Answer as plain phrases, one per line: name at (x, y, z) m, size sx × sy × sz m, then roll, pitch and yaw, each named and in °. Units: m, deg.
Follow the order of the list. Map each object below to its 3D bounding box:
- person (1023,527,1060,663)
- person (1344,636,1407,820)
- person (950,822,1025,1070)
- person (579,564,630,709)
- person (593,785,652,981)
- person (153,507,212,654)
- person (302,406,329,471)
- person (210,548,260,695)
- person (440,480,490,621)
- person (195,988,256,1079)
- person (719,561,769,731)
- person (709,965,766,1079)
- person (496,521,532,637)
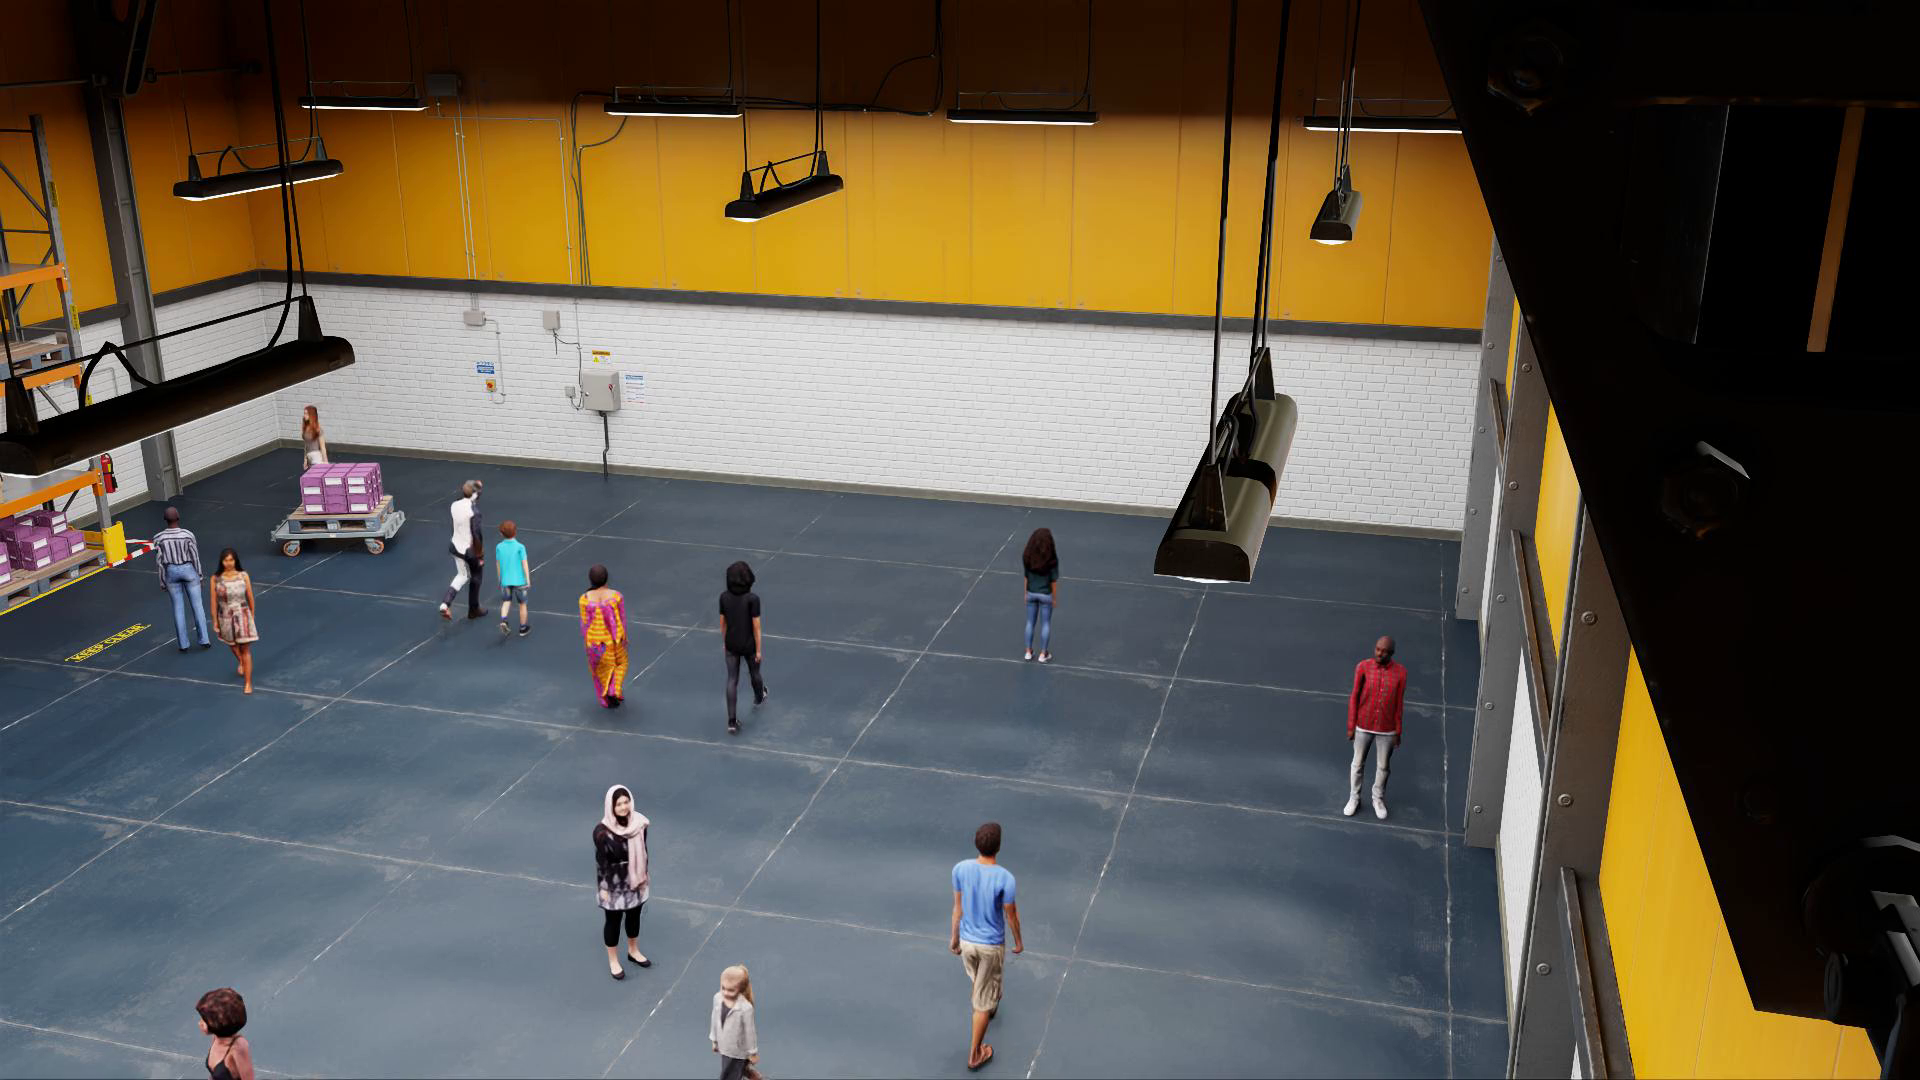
person at (0.941, 0.636, 19.444) m, size 0.598 × 1.615 × 0.598 m, roll 6°, pitch 20°, yaw 18°
person at (3.955, 1.744, 15.836) m, size 0.656 × 1.817 × 0.570 m, roll 4°, pitch 19°, yaw 13°
person at (0.129, 2.984, 12.135) m, size 0.810 × 1.829 × 1.163 m, roll 9°, pitch 21°, yaw 25°
person at (-3.862, 1.067, 18.092) m, size 0.836 × 1.661 × 0.973 m, roll -2°, pitch 19°, yaw -7°
person at (-2.692, 2.696, 13.291) m, size 0.720 × 1.637 × 0.803 m, roll -16°, pitch 24°, yaw -40°
person at (-9.193, 0.468, 19.659) m, size 0.700 × 1.796 × 0.718 m, roll -6°, pitch 20°, yaw -18°
person at (-9.463, -1.171, 24.678) m, size 0.917 × 1.698 × 1.146 m, roll 17°, pitch 25°, yaw 41°
person at (-8.197, 0.866, 18.784) m, size 1.017 × 1.601 × 1.220 m, roll -6°, pitch 20°, yaw -17°
person at (-6.115, 0.173, 20.447) m, size 0.926 × 1.851 × 1.064 m, roll 9°, pitch 21°, yaw 25°
person at (-4.433, 3.579, 10.476) m, size 1.004 × 1.761 × 0.858 m, roll -16°, pitch 24°, yaw -40°
person at (-2.361, 1.150, 17.643) m, size 0.710 × 1.790 × 1.163 m, roll 4°, pitch 19°, yaw 11°
person at (-1.513, 3.491, 11.545) m, size 0.775 × 1.245 × 0.986 m, roll 15°, pitch 24°, yaw 38°
person at (-5.441, 0.494, 20.150) m, size 0.625 × 1.433 × 0.743 m, roll 1°, pitch 19°, yaw 2°
